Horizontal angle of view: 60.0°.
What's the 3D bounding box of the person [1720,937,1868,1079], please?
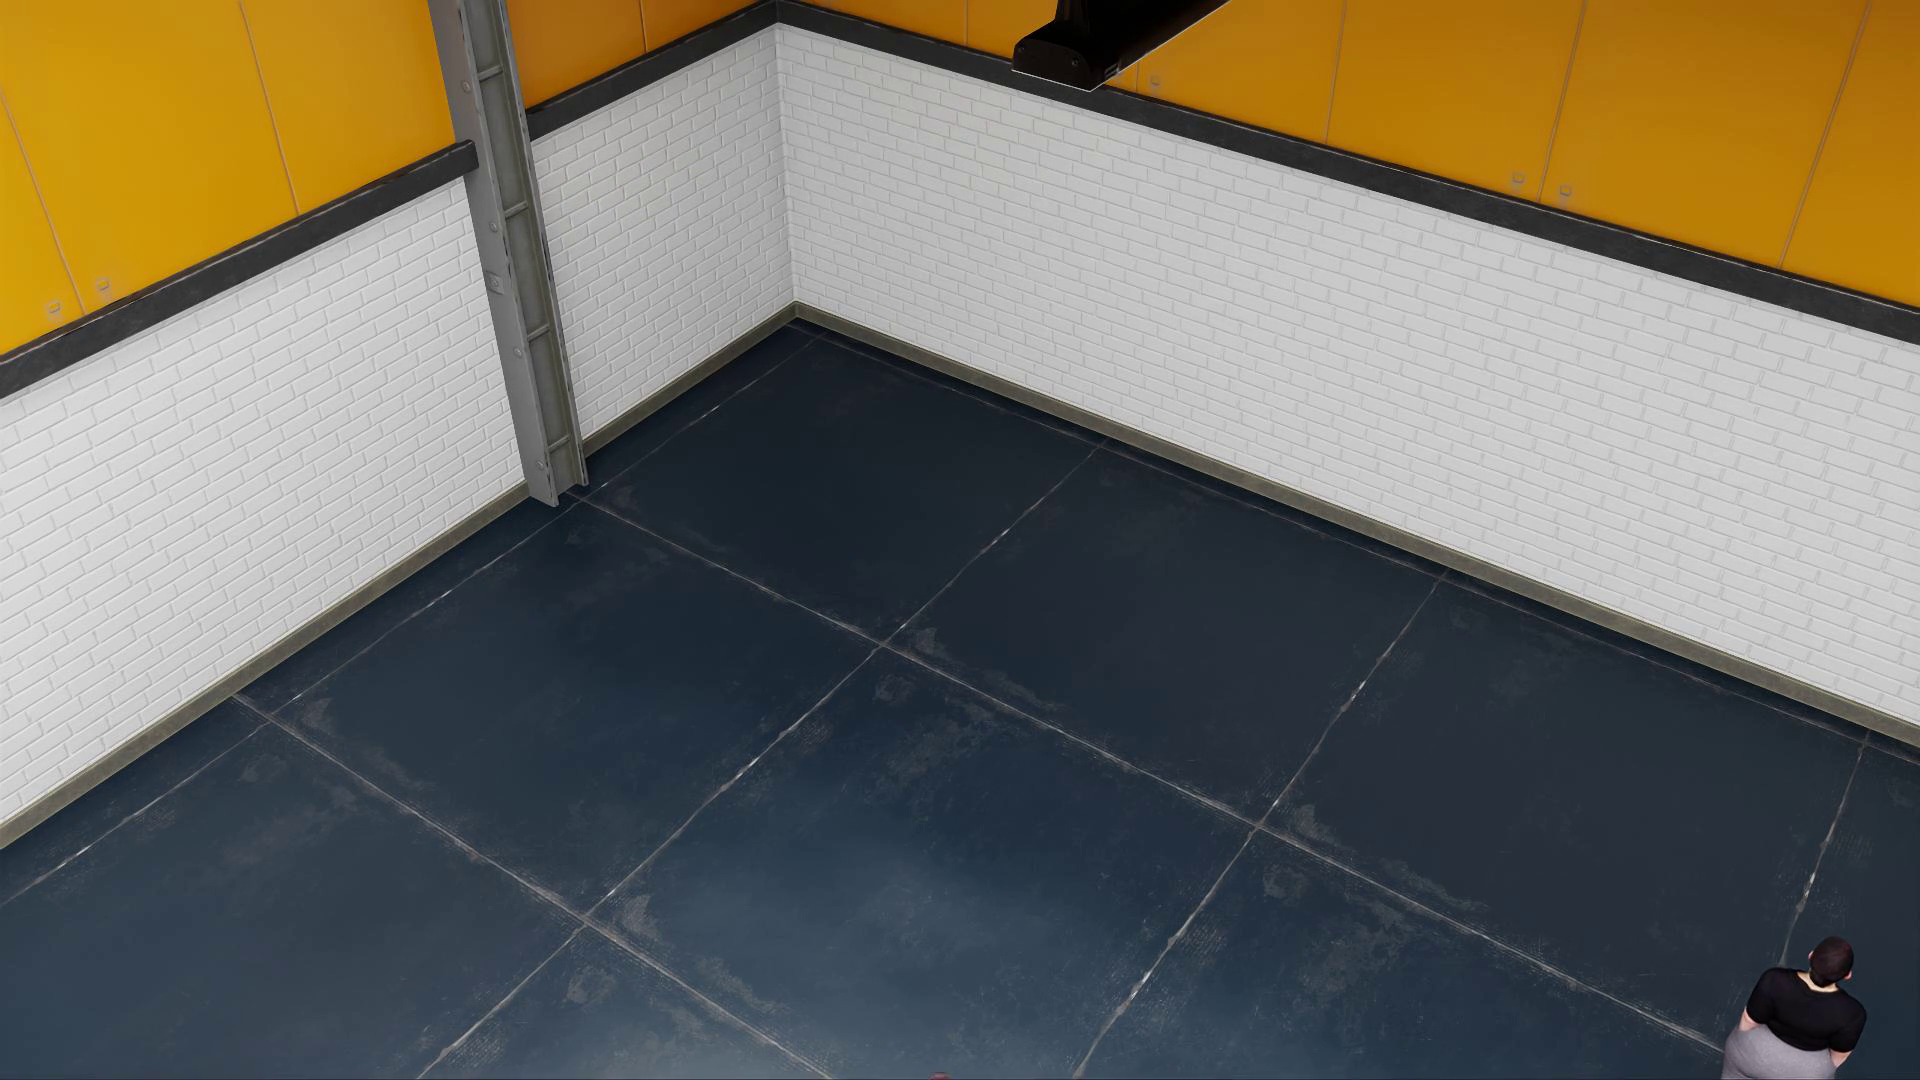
[{"bbox_3d":[4.071,2.579,8.239,0.669,1.760,0.621,21,43,24],"label":"person"}]
